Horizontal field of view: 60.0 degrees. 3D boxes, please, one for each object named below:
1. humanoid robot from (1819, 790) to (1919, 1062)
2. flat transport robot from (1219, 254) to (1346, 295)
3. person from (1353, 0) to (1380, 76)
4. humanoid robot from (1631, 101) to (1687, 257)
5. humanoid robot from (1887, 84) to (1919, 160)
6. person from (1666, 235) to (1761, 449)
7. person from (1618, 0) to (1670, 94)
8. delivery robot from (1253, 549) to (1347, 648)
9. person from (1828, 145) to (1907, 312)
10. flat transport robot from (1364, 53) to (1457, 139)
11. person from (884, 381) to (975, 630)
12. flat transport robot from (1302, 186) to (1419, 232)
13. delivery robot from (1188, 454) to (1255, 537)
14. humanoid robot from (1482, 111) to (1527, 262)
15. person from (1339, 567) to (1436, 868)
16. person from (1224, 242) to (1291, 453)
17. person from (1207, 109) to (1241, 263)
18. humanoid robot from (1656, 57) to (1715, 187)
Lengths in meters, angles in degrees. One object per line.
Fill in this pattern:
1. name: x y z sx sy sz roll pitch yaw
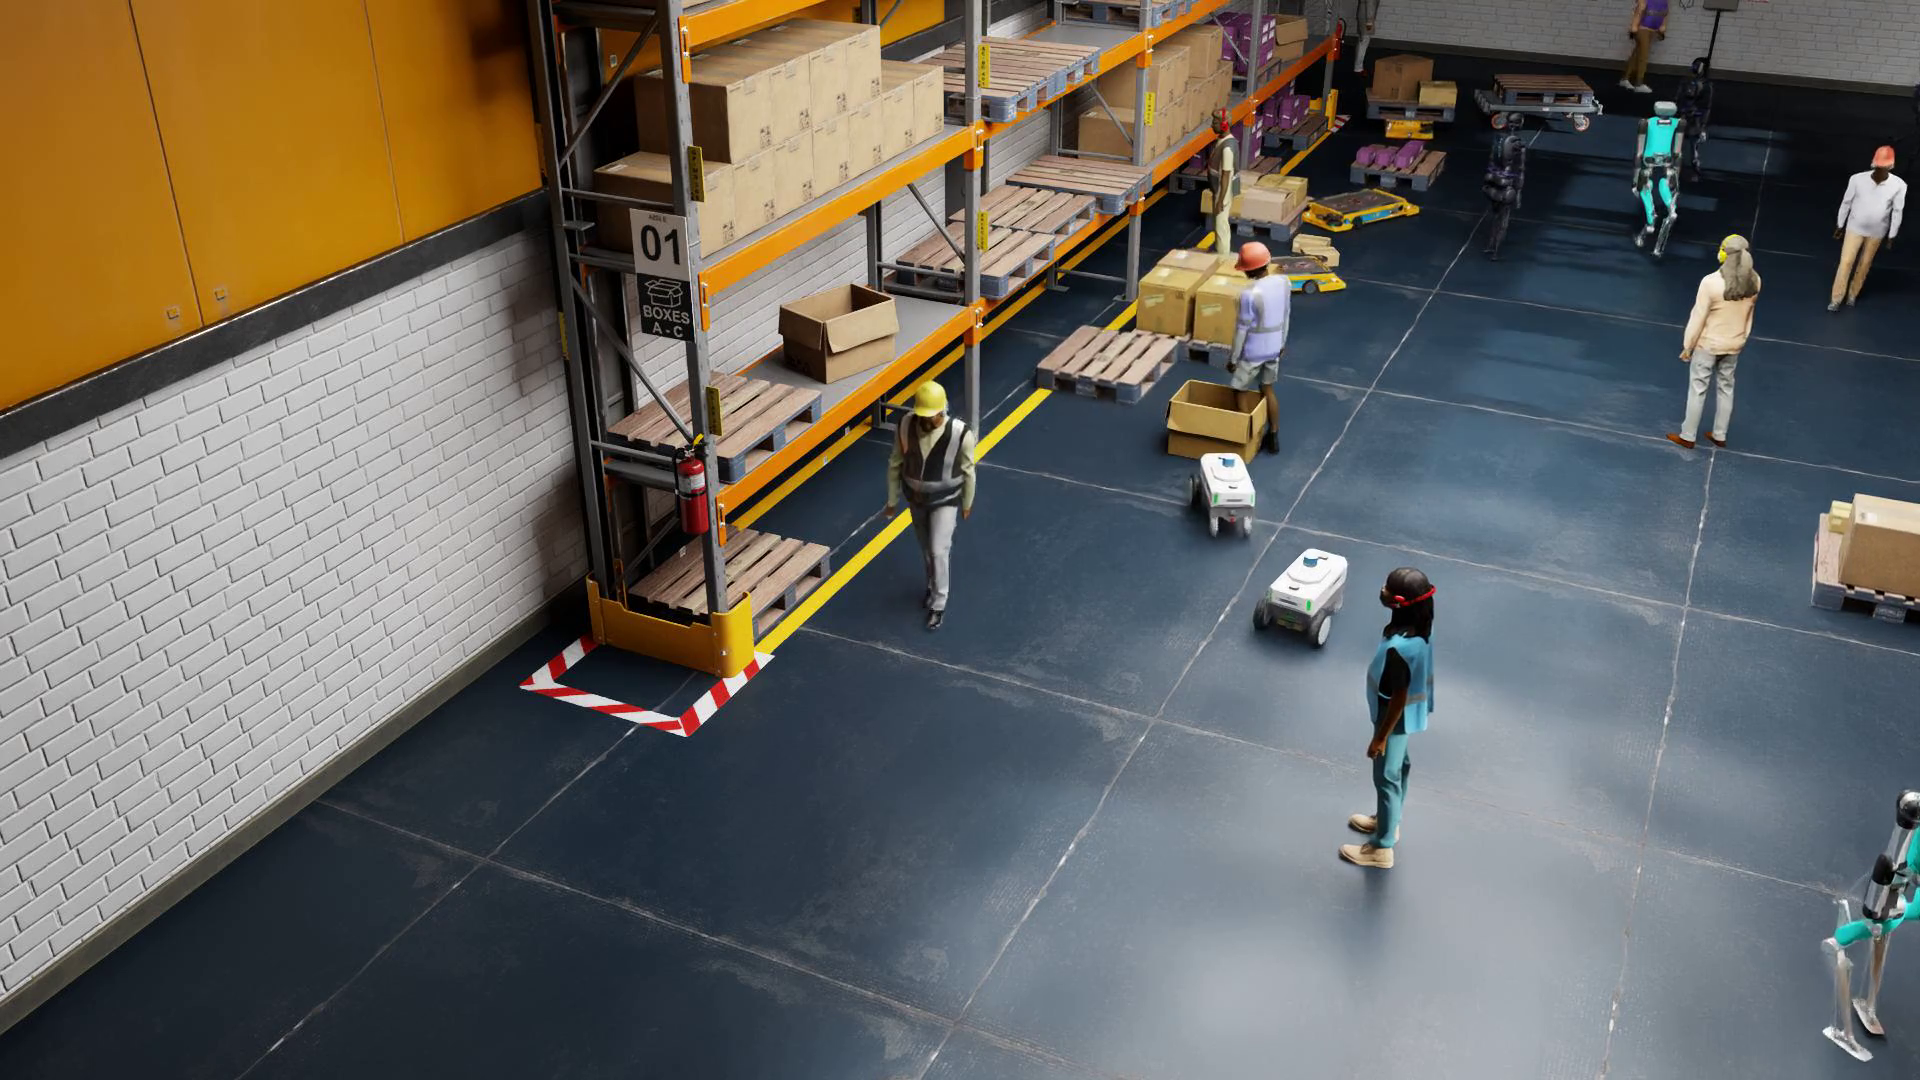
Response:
1. humanoid robot: 4.538 1.665 8.090 0.545 1.786 0.672 -3 28 -5
2. flat transport robot: 3.384 -2.852 18.016 1.431 0.231 0.659 -5 29 -10
3. person: 6.520 -8.358 26.598 0.365 1.824 0.513 2 28 4
4. humanoid robot: 7.791 -3.935 18.527 0.555 1.753 1.043 2 28 3
5. humanoid robot: 12.885 -5.926 22.243 0.602 1.644 0.472 -25 37 -38
6. person: 6.444 -1.678 14.172 0.571 1.865 0.393 -4 29 -7
7. person: 10.631 -7.864 25.605 0.571 1.885 0.806 -15 32 -26
8. delivery robot: 2.450 0.363 11.746 0.499 0.587 0.781 17 33 29
9. person: 9.307 -3.175 17.082 0.589 1.712 0.839 15 32 25
10. flat transport robot: 6.434 -6.043 23.934 0.659 0.231 1.431 5 29 9
11. person: -0.239 -0.257 11.588 0.584 1.800 0.716 13 31 22
12. flat transport robot: 4.828 -4.007 20.159 1.431 0.231 0.659 -17 33 -29
13. delivery robot: 2.106 -0.400 13.182 0.499 0.608 0.797 0 28 -1
14. humanoid robot: 6.069 -3.984 18.635 0.394 1.638 0.590 -14 31 -23
15. person: 2.405 0.991 9.210 0.393 1.865 0.519 13 31 23
16. person: 2.522 -1.595 13.974 0.601 1.897 0.405 -19 34 -31
17. person: 2.852 -3.753 18.038 0.377 1.836 0.558 1 28 2
18. humanoid robot: 9.323 -5.314 21.173 0.783 1.650 0.586 -19 33 -31
